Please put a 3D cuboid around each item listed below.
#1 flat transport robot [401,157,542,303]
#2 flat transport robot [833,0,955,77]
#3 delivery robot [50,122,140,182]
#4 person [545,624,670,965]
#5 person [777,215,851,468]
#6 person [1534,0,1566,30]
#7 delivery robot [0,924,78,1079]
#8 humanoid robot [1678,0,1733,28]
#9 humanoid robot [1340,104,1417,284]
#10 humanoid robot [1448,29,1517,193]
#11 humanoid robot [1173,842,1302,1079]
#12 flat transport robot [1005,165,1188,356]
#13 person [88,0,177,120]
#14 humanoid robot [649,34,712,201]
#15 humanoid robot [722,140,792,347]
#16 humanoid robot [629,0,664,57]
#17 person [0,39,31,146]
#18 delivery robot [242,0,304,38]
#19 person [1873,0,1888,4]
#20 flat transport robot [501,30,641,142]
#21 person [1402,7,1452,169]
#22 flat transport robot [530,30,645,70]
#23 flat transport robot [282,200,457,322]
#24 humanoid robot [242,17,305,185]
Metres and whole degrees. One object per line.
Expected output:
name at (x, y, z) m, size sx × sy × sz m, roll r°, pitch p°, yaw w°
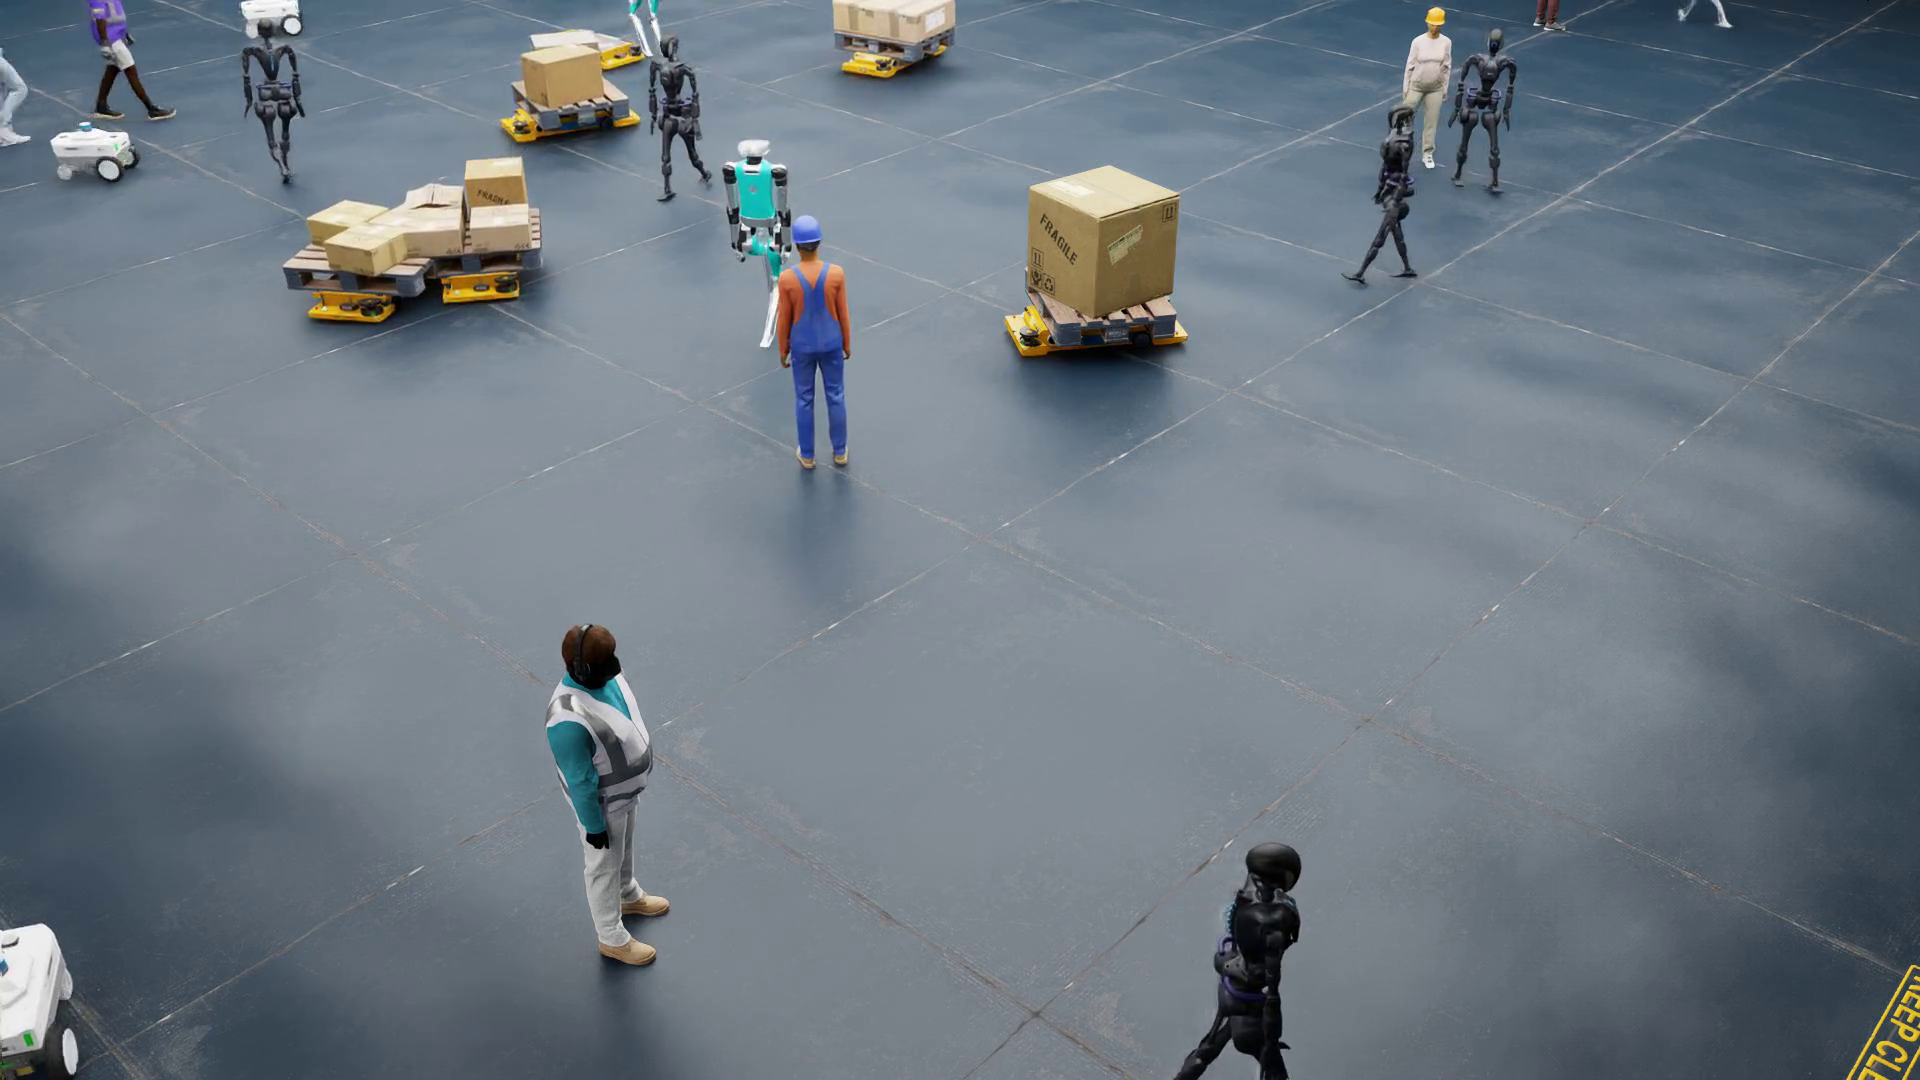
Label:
flat transport robot at (-4.428, -2.538, 15.240) m, size 0.659 × 0.231 × 1.431 m, roll -6°, pitch 32°, yaw -10°
flat transport robot at (-0.833, -6.165, 21.081) m, size 0.659 × 0.231 × 1.431 m, roll 17°, pitch 36°, yaw 26°
delivery robot at (-9.074, -4.071, 17.451) m, size 0.799 × 0.608 × 0.499 m, roll -1°, pitch 32°, yaw -1°
person at (-1.637, 1.166, 7.787) m, size 0.429 × 1.844 × 0.624 m, roll 2°, pitch 32°, yaw 4°
person at (-1.037, -1.395, 11.860) m, size 0.524 × 1.900 × 0.392 m, roll -5°, pitch 32°, yaw -7°
person at (7.981, -7.742, 22.156) m, size 0.368 × 1.811 × 0.553 m, roll -8°, pitch 33°, yaw -13°
delivery robot at (-4.273, 2.109, 7.484) m, size 0.499 × 0.592 × 0.796 m, roll -9°, pitch 33°, yaw -15°
humanoid robot at (10.177, -7.764, 22.307) m, size 0.907 × 1.808 × 0.559 m, roll 25°, pitch 40°, yaw 35°
humanoid robot at (3.824, -3.082, 14.812) m, size 0.760 × 1.622 × 0.599 m, roll -2°, pitch 32°, yaw -3°
humanoid robot at (5.292, -4.347, 16.830) m, size 0.611 × 1.637 × 0.511 m, roll 5°, pitch 32°, yaw 8°
humanoid robot at (1.185, 1.862, 6.881) m, size 0.783 × 1.643 × 0.591 m, roll -1°, pitch 32°, yaw -1°
flat transport robot at (1.146, -1.836, 14.111) m, size 1.431 × 0.231 × 0.659 m, roll -6°, pitch 32°, yaw -9°
person at (-9.562, -5.683, 18.757) m, size 0.903 × 1.906 × 0.693 m, roll -8°, pitch 33°, yaw -12°
humanoid robot at (-2.823, -4.273, 16.758) m, size 0.602 × 1.657 × 0.744 m, roll 13°, pitch 34°, yaw 20°
humanoid robot at (-1.599, -2.591, 13.977) m, size 0.531 × 1.777 × 1.001 m, roll 5°, pitch 32°, yaw 7°
humanoid robot at (-4.013, -6.976, 21.057) m, size 0.543 × 1.859 × 0.647 m, roll -17°, pitch 36°, yaw -26°
person at (-10.489, -5.216, 18.013) m, size 0.611 × 1.894 × 0.470 m, roll 26°, pitch 40°, yaw 36°
delivery robot at (-9.164, -7.015, 22.187) m, size 0.805 × 0.602 × 0.499 m, roll -11°, pitch 33°, yaw -17°
person at (12.909, -8.526, 23.371) m, size 0.672 × 1.856 × 0.959 m, roll -26°, pitch 40°, yaw -35°
flat transport robot at (-4.425, -4.800, 18.883) m, size 1.431 × 0.231 × 0.659 m, roll -16°, pitch 35°, yaw -24°
person at (4.875, -4.727, 17.422) m, size 0.462 × 1.689 × 0.339 m, roll 2°, pitch 32°, yaw 4°
flat transport robot at (-4.769, -6.279, 21.265) m, size 1.431 × 0.231 × 0.659 m, roll 21°, pitch 38°, yaw 30°
flat transport robot at (-5.198, -2.324, 14.897) m, size 0.659 × 0.231 × 1.431 m, roll 5°, pitch 32°, yaw 7°
humanoid robot at (-7.060, -4.501, 17.118) m, size 0.602 × 1.652 × 0.633 m, roll -14°, pitch 34°, yaw -21°
